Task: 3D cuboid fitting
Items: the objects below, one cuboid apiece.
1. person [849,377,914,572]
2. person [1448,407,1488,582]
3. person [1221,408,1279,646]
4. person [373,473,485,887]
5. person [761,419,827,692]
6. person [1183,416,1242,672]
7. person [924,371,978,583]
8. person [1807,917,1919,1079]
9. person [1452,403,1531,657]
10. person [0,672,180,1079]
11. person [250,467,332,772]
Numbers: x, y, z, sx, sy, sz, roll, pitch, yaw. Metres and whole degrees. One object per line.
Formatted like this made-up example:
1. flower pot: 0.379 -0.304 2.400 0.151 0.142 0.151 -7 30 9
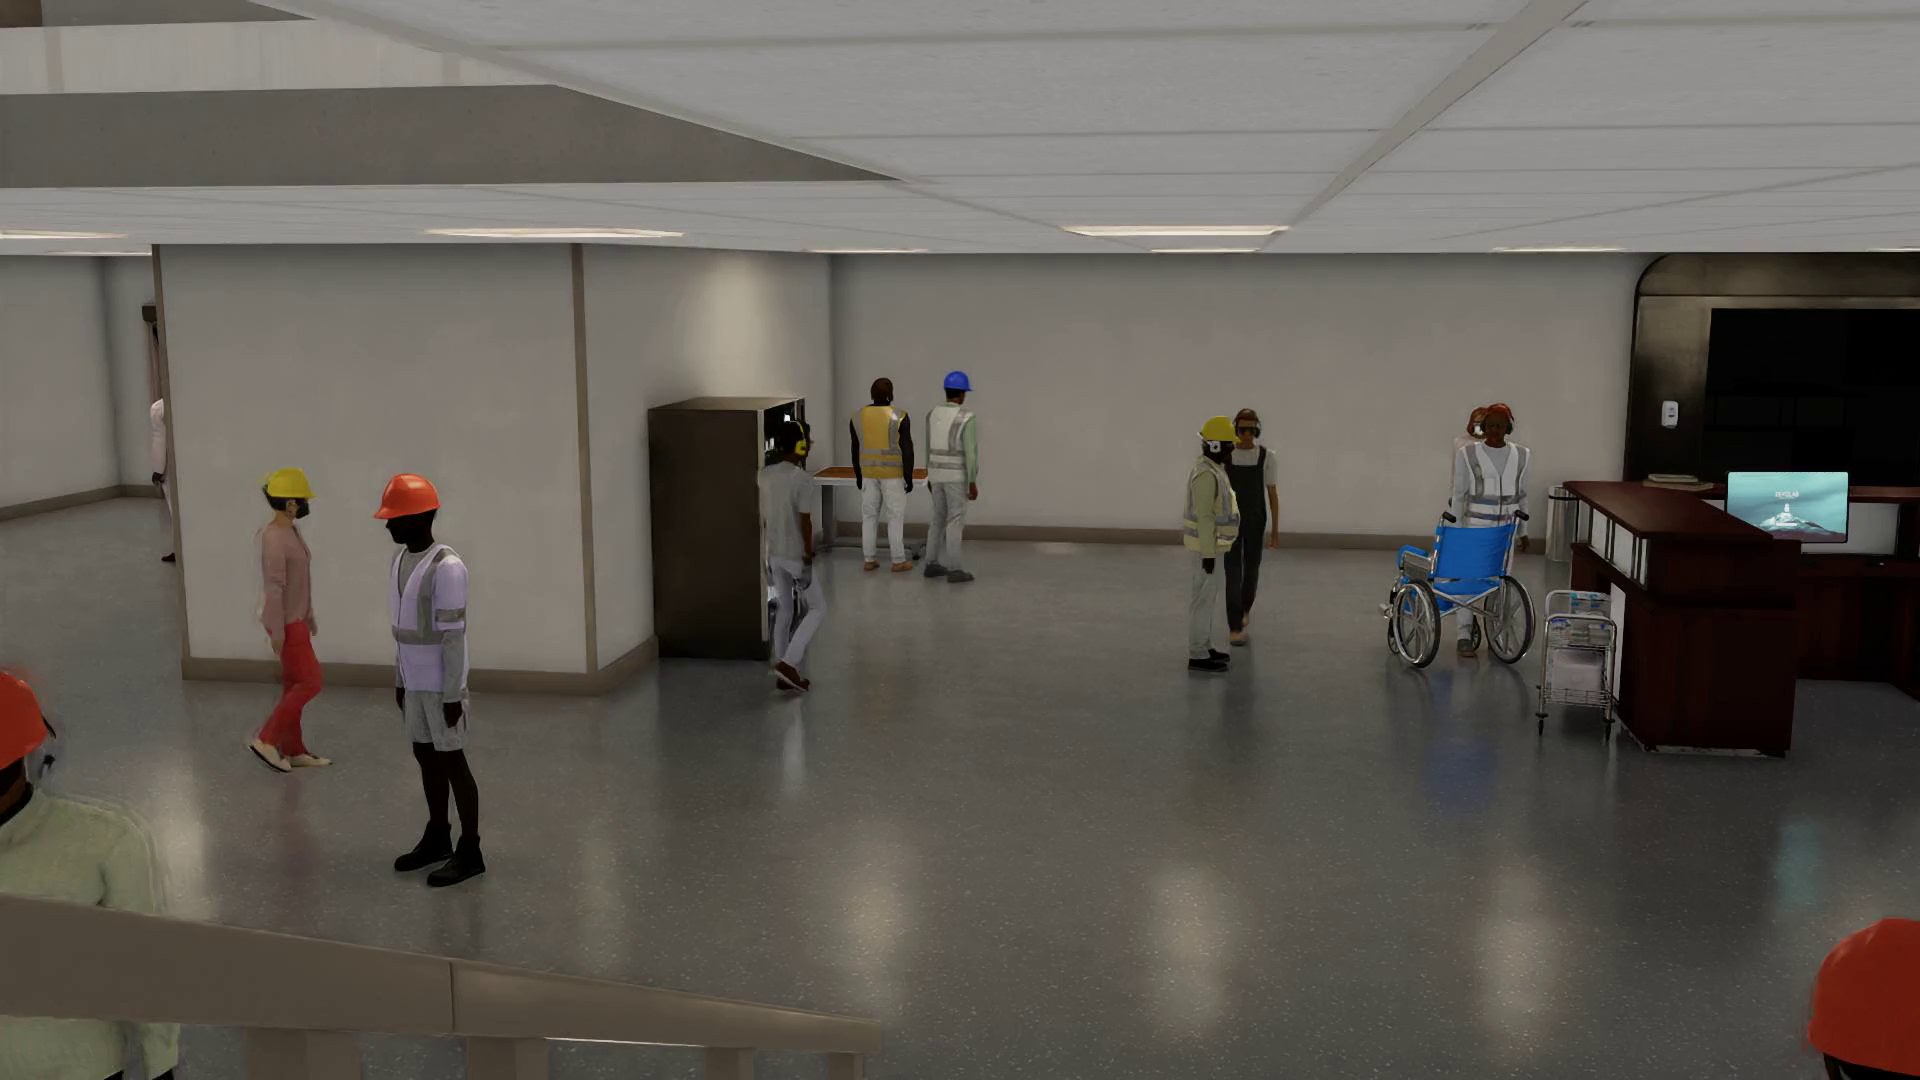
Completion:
1. person: -0.718 -0.611 15.724 0.626 1.846 0.429 3 10 19
2. person: 4.682 -0.393 15.055 0.505 1.628 0.286 6 11 31
3. person: 2.211 -0.139 12.949 0.519 1.807 0.960 1 9 9
4. person: -2.490 0.644 7.737 0.542 1.928 0.399 9 13 42
5. person: -1.134 0.123 11.190 0.526 1.849 0.384 7 12 38
6. person: 1.793 0.025 11.875 0.403 1.824 0.597 2 9 11
7. person: -0.070 -0.580 15.265 0.426 1.937 0.626 -8 12 -42
8. person: 1.308 1.505 2.434 0.575 1.919 0.569 9 13 44
9. person: 3.911 -0.071 12.261 0.586 1.881 0.340 -1 9 -6
10. person: -2.167 1.257 3.785 0.628 1.966 0.635 0 9 -2
11. person: -3.765 0.460 9.411 0.359 1.755 0.524 -2 9 -12
